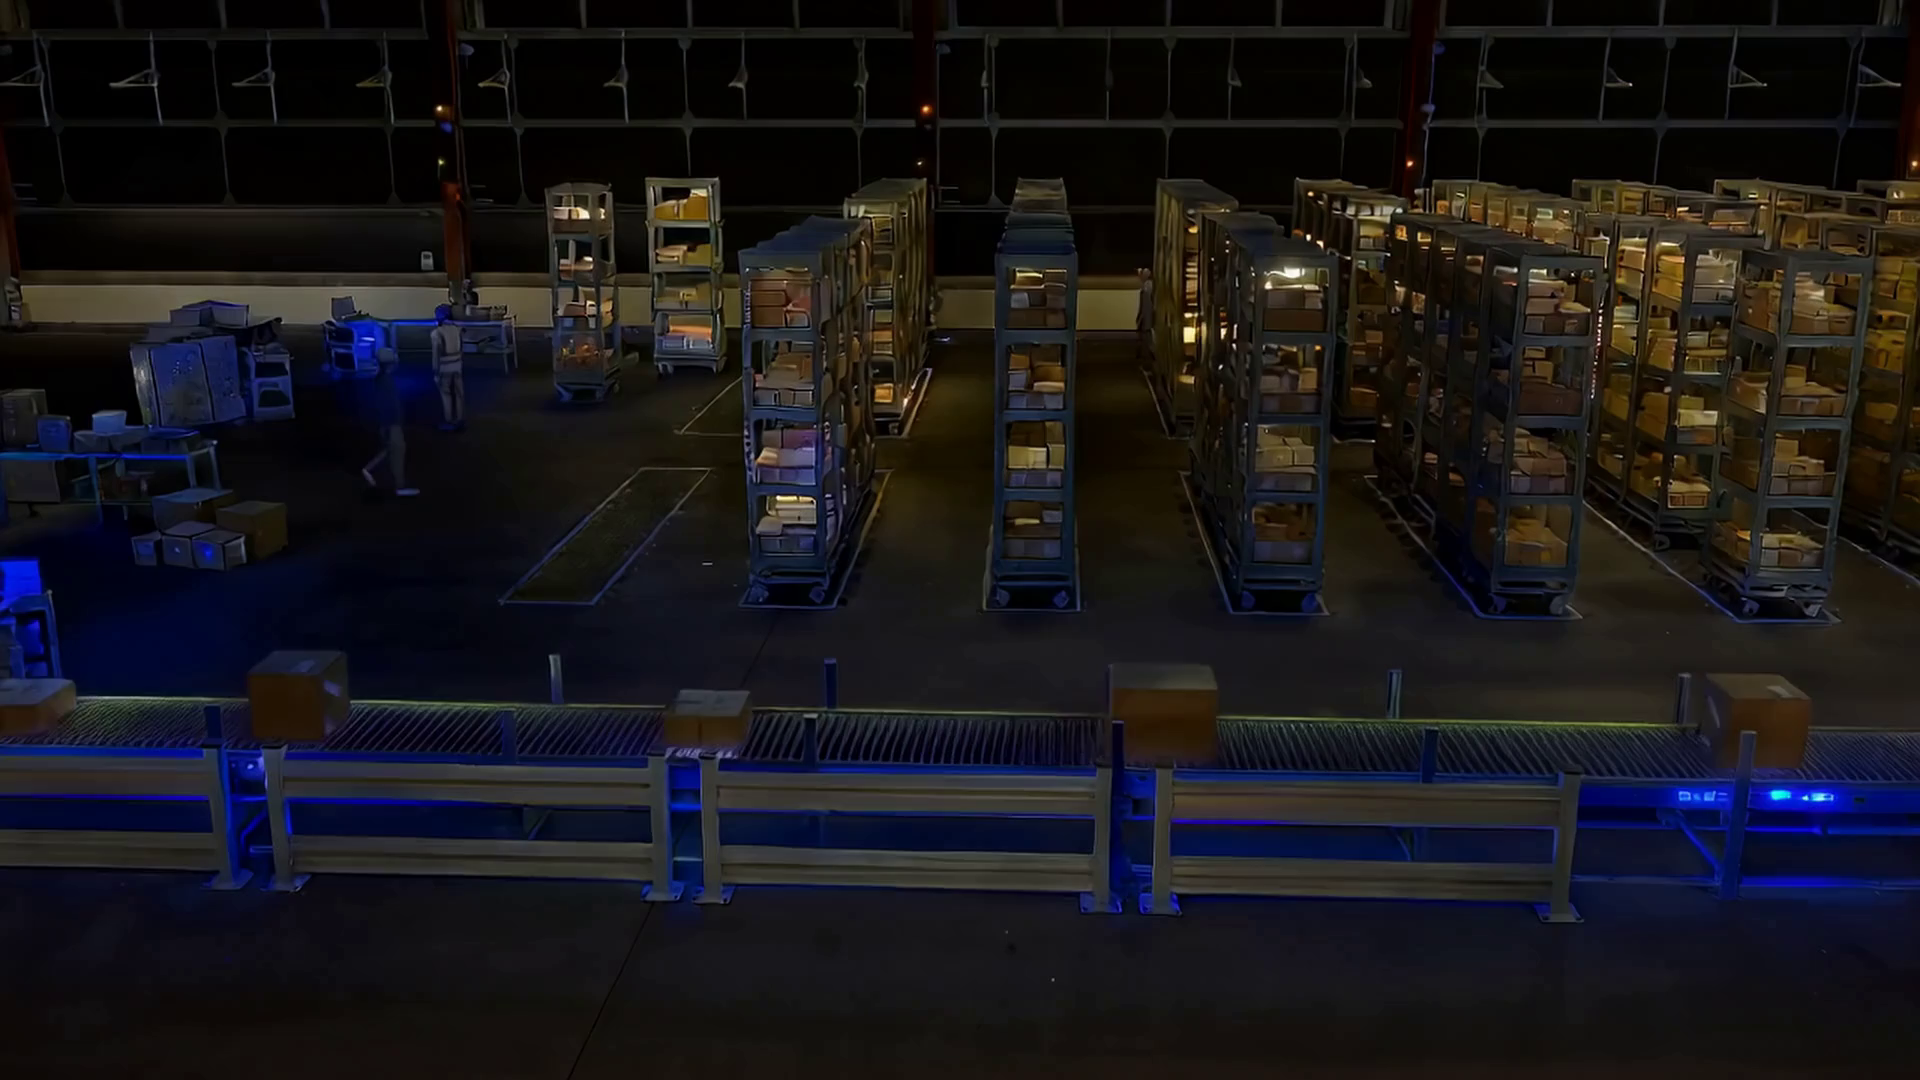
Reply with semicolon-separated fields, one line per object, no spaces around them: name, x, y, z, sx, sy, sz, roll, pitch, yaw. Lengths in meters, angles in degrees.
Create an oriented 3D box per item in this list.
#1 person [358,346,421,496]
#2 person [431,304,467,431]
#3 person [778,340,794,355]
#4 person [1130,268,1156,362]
person;-7.435;-1.522;21.454;0.705;1.972;0.623;-2;15;-8
person;-7.927;-2.669;25.753;0.389;1.949;0.604;9;18;30
person;-2.655;-2.938;26.990;0.607;1.819;0.588;-4;16;-14
person;3.538;-4.373;32.339;0.707;1.817;0.569;5;16;16
